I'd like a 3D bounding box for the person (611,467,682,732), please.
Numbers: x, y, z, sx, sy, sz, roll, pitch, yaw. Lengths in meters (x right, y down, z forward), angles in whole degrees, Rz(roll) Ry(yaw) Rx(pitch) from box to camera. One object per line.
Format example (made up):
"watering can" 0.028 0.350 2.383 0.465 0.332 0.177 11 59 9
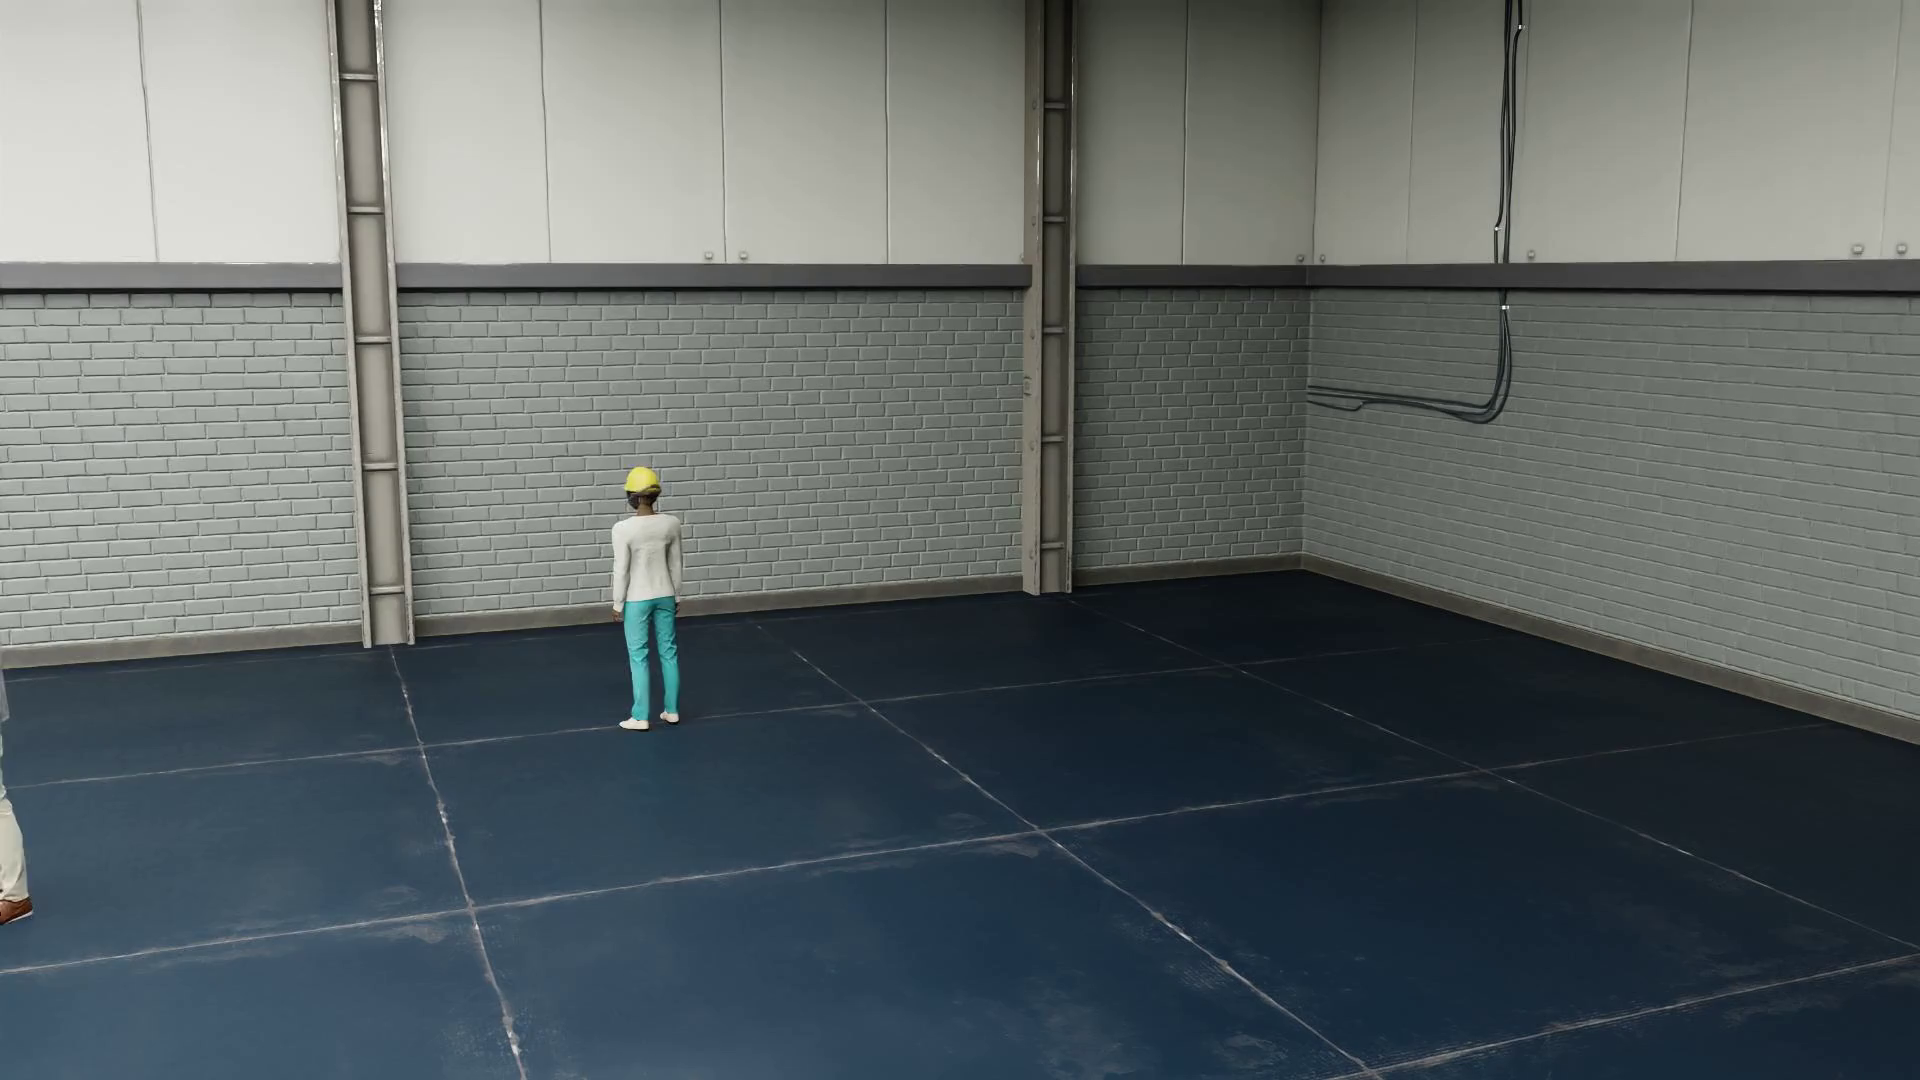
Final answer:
"person" -2.094 0.393 11.110 0.533 1.767 0.315 -8 12 -42

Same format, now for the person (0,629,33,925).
"person" -4.619 0.882 7.755 0.505 1.860 0.312 7 11 37
